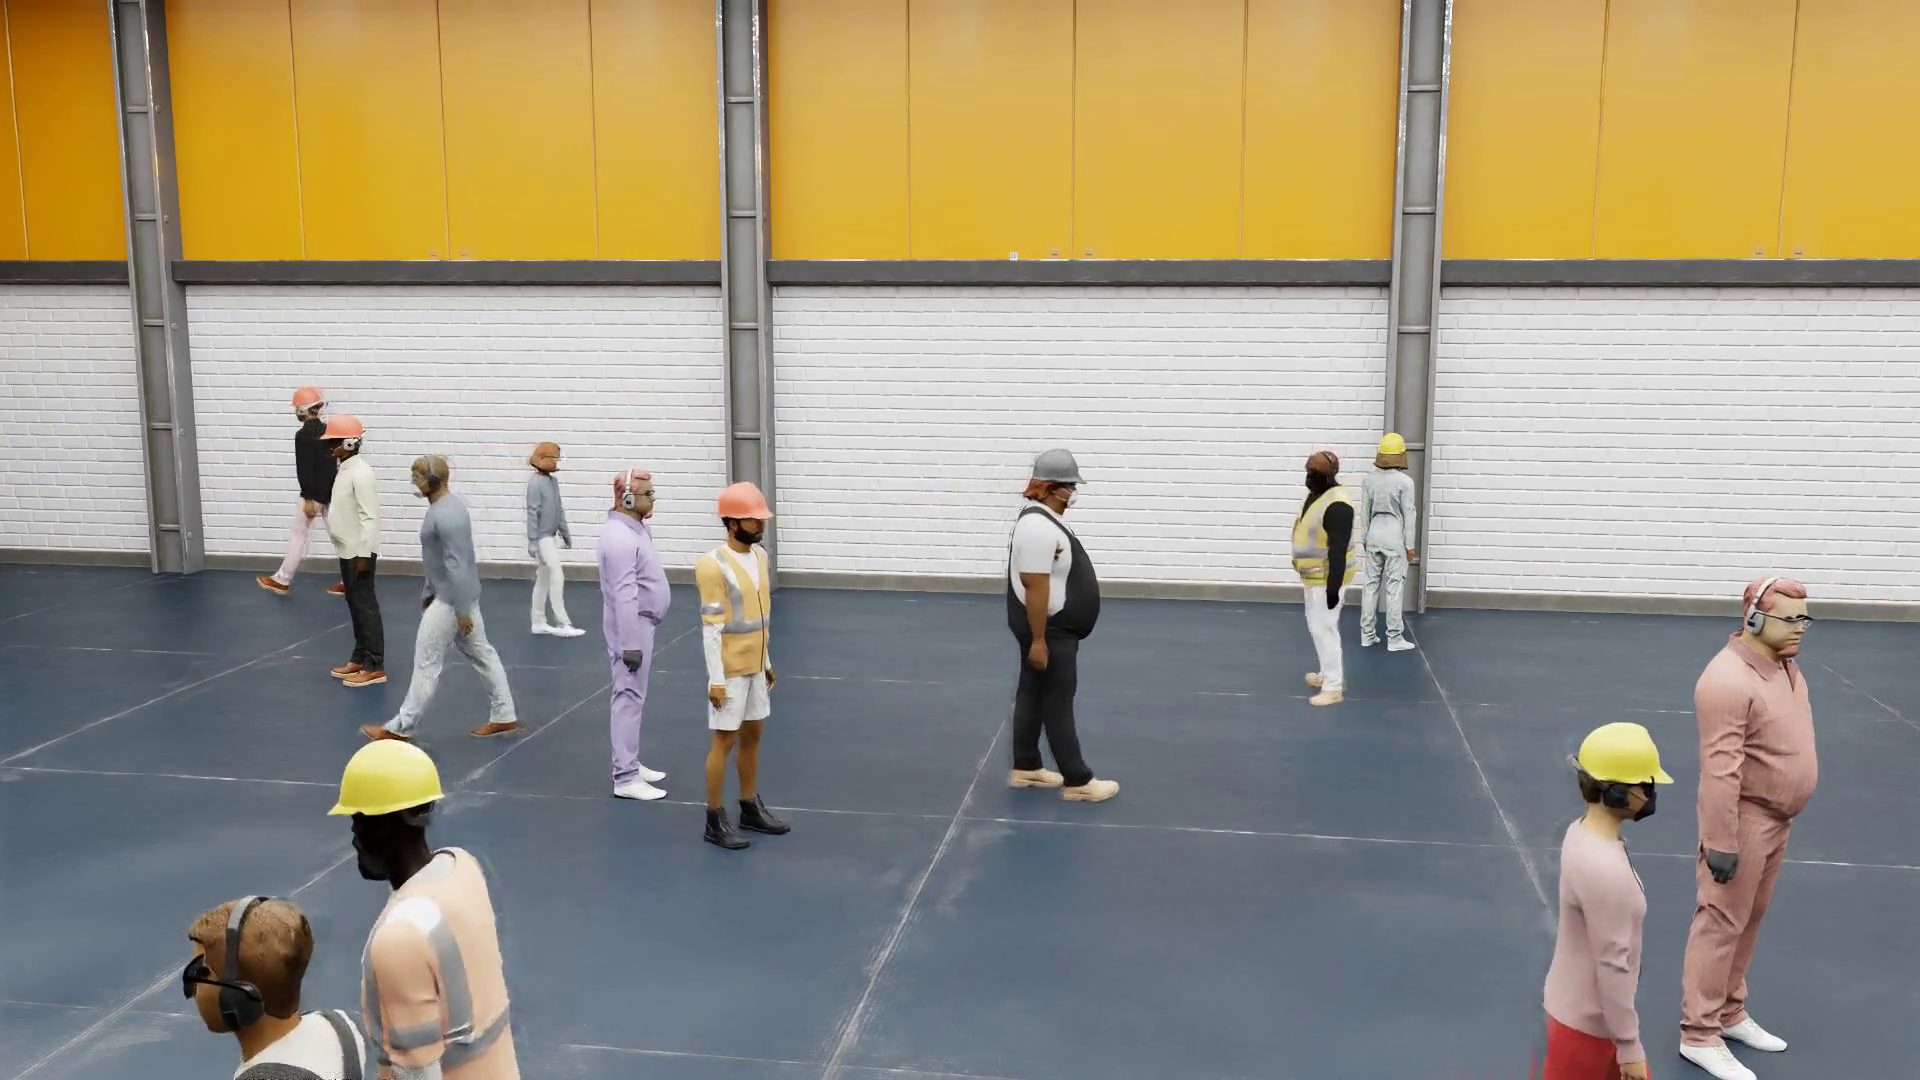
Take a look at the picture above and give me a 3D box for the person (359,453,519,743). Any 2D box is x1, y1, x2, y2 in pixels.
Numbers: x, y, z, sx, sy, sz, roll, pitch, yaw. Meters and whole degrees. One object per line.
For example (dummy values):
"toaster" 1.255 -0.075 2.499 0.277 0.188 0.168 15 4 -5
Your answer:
"person" -3.324 0.388 10.569 1.011 1.881 0.662 -2 9 -14

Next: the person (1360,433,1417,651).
"person" 3.438 0.012 13.331 0.285 1.746 0.491 -8 12 -42

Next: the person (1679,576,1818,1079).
"person" 3.009 1.073 6.301 0.401 1.904 0.649 9 13 43

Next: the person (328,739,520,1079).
"person" -1.229 1.424 4.233 0.872 1.884 0.618 0 9 2

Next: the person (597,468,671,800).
"person" -1.873 0.533 9.624 0.403 1.906 0.652 -2 9 -10

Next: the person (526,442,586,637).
"person" -3.320 -0.005 13.785 0.599 1.614 0.530 1 9 5

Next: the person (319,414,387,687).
"person" -4.449 0.069 12.207 0.383 1.993 0.622 -6 11 -32

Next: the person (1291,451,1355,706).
"person" 2.551 0.258 11.680 0.485 1.806 0.740 -1 9 -4

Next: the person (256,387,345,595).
"person" -6.094 -0.442 15.495 0.989 1.946 0.650 2 9 11

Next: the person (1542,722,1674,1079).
"person" 1.816 1.378 4.946 0.838 1.732 0.524 3 10 20

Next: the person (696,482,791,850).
"person" -1.138 0.661 8.782 0.482 1.932 0.560 4 10 25

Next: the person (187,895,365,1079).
"person" -1.273 1.592 3.362 0.691 1.830 0.514 1 9 3

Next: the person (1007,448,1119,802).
"person" 0.575 0.470 9.595 0.605 2.000 0.694 0 9 2
